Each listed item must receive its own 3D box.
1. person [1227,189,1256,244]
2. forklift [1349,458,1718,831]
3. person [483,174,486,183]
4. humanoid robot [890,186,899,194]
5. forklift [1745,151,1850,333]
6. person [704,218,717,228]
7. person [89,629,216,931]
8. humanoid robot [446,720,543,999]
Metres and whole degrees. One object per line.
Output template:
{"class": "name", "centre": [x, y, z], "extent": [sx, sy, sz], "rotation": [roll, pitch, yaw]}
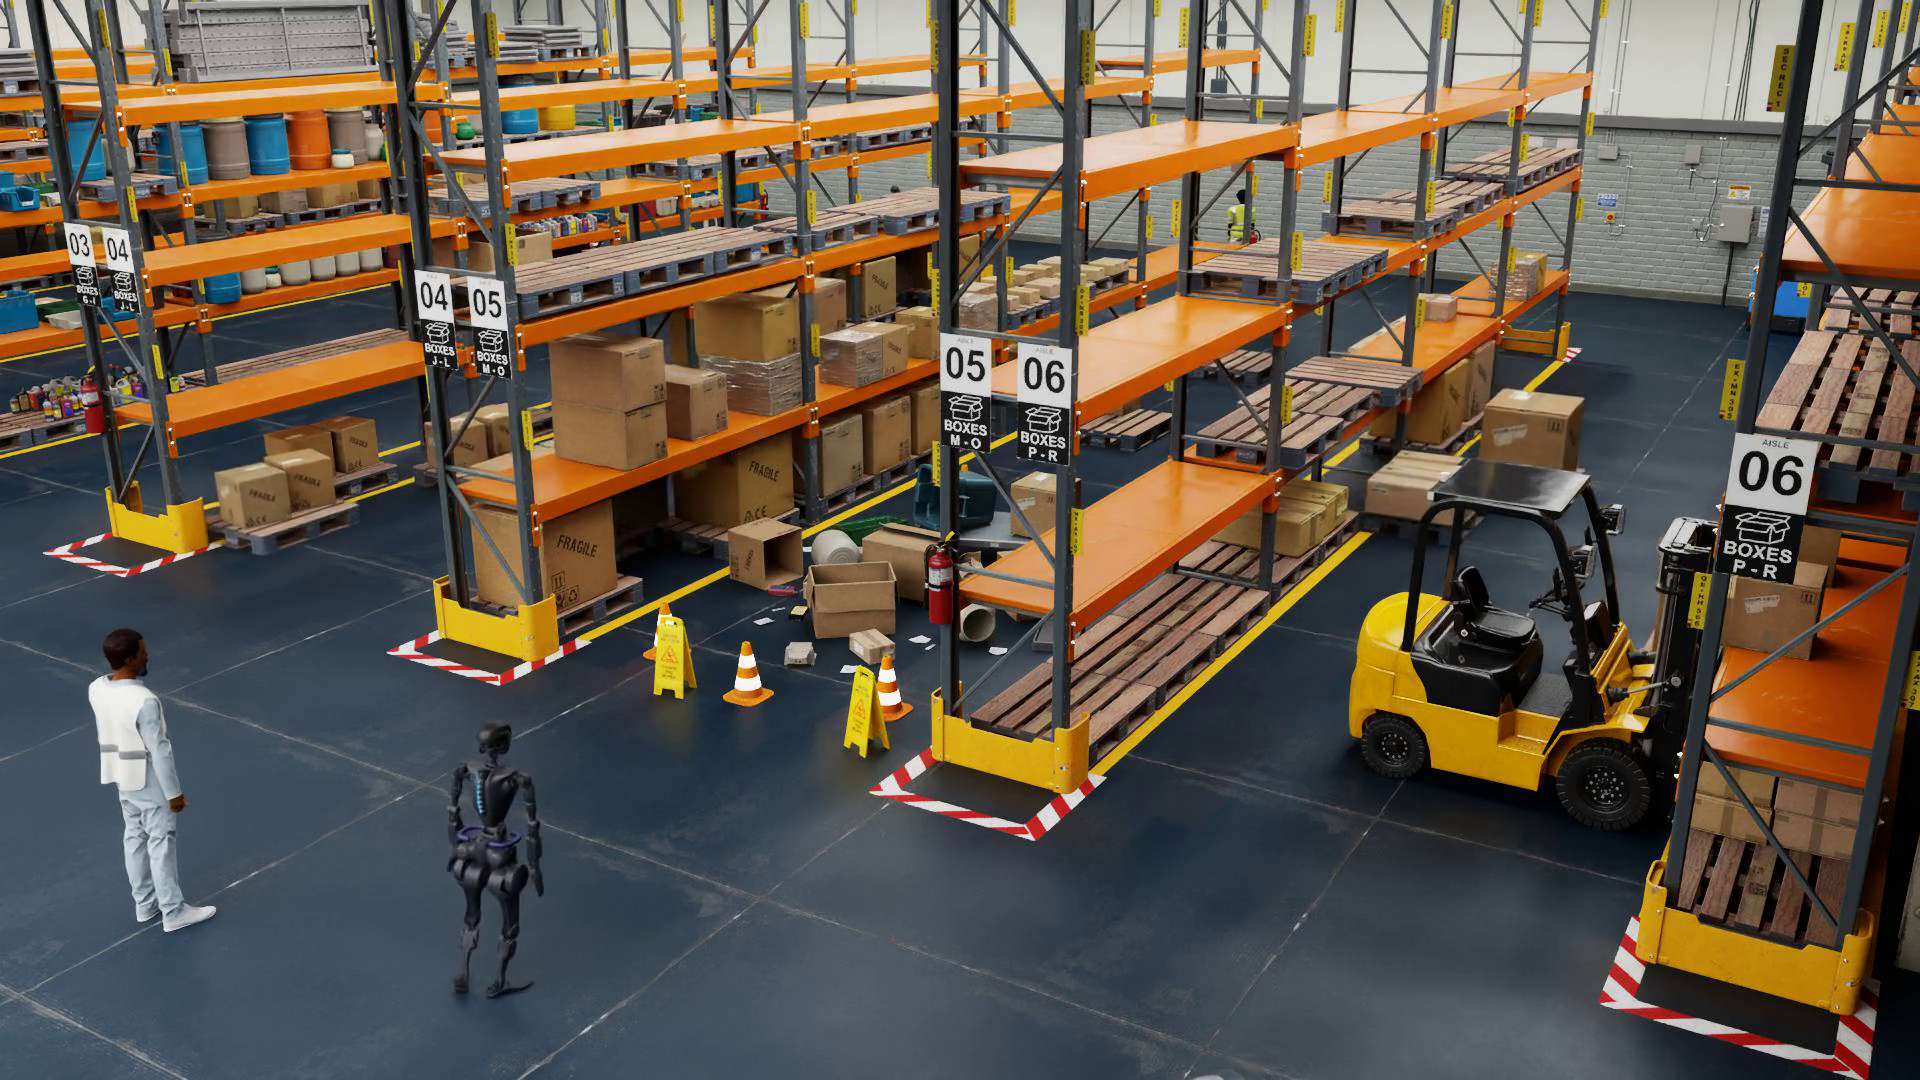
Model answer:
{"class": "person", "centre": [5.167, -5.592, 30.599], "extent": [0.529, 1.691, 0.321], "rotation": [0, 19, 1]}
{"class": "forklift", "centre": [3.988, 0.658, 11.776], "extent": [2.313, 2.155, 1.214], "rotation": [11, 22, 29]}
{"class": "person", "centre": [-10.378, -7.725, 36.606], "extent": [0.331, 1.801, 0.518], "rotation": [7, 20, 20]}
{"class": "humanoid robot", "centre": [-1.203, -5.893, 31.570], "extent": [0.596, 1.624, 0.773], "rotation": [-10, 21, -26]}
{"class": "forklift", "centre": [13.620, -4.667, 26.137], "extent": [1.873, 2.768, 1.129], "rotation": [11, 22, 29]}
{"class": "person", "centre": [-5.235, -7.064, 34.869], "extent": [0.488, 1.688, 0.350], "rotation": [-6, 20, -17]}
{"class": "person", "centre": [-4.882, 1.439, 9.934], "extent": [0.595, 1.916, 0.375], "rotation": [11, 22, 29]}
{"class": "humanoid robot", "centre": [-2.647, 1.792, 9.275], "extent": [0.616, 1.638, 0.424], "rotation": [5, 20, 15]}
